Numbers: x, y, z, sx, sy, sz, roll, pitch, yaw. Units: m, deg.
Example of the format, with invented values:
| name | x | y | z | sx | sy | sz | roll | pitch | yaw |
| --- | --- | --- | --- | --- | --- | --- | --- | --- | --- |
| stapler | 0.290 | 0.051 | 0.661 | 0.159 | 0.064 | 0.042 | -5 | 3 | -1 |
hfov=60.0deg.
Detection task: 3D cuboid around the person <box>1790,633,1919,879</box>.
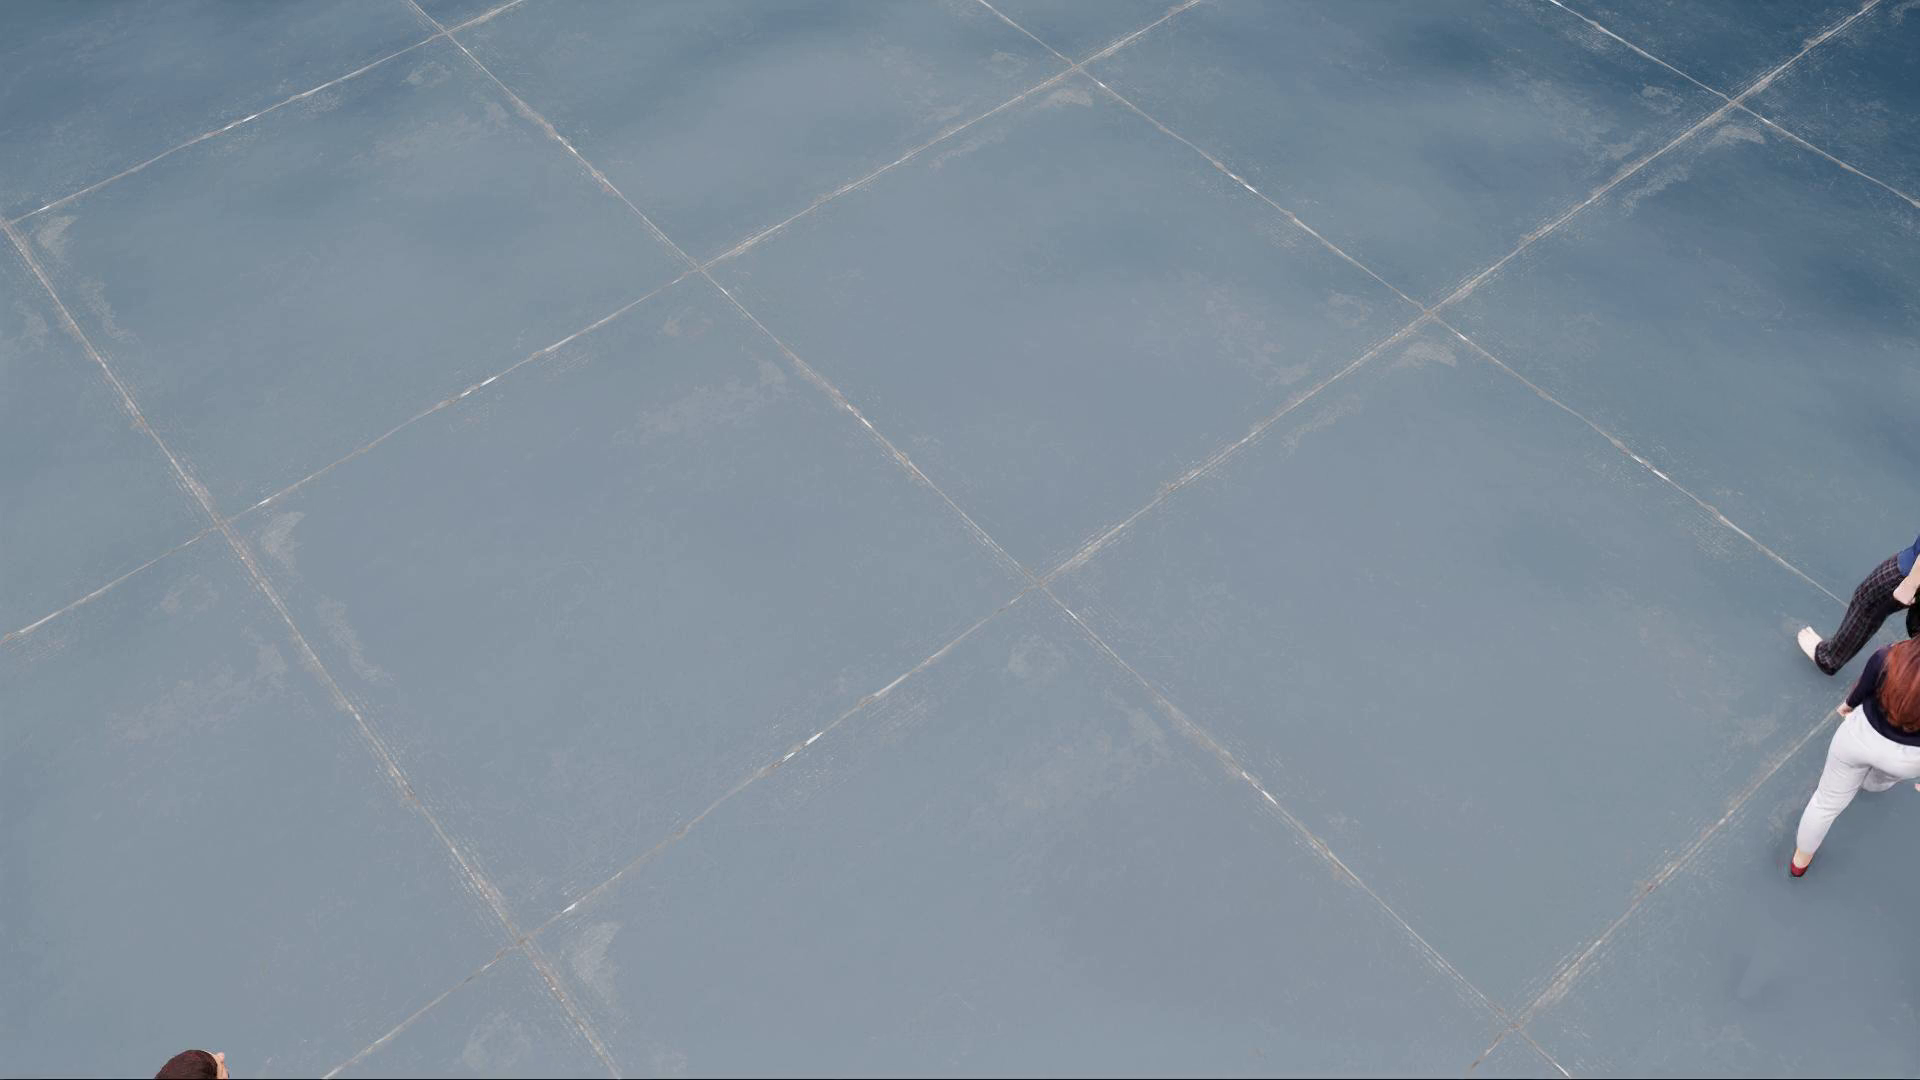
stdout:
| name | x | y | z | sx | sy | sz | roll | pitch | yaw |
| --- | --- | --- | --- | --- | --- | --- | --- | --- | --- |
| person | 3.784 | 0.894 | 6.857 | 0.813 | 1.570 | 1.084 | 32 | 59 | 22 |
